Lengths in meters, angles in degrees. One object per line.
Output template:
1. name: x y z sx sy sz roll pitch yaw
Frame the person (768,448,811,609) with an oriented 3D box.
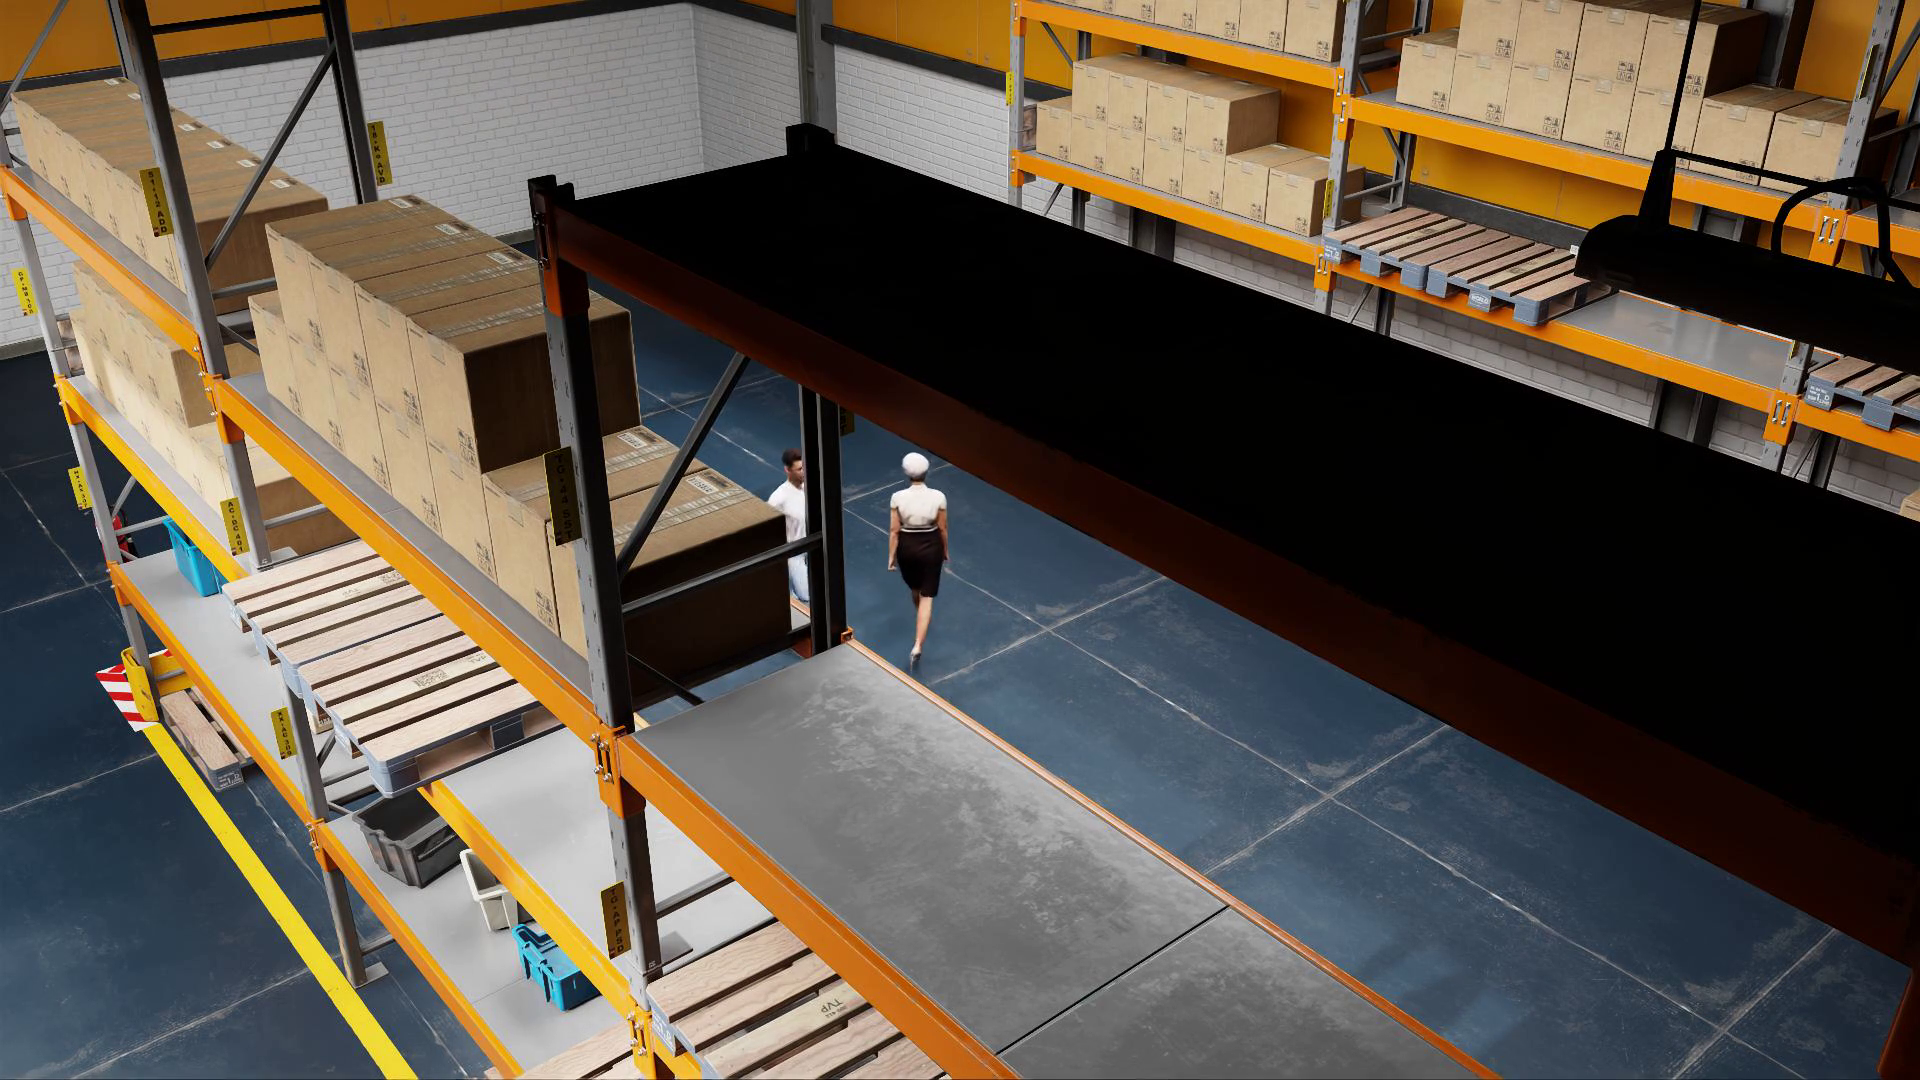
1. person: -1.366 0.073 13.372 0.851 1.844 0.789 17 33 28

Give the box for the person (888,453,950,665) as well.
1. person: -0.317 0.199 13.286 1.073 1.707 1.129 2 29 4
